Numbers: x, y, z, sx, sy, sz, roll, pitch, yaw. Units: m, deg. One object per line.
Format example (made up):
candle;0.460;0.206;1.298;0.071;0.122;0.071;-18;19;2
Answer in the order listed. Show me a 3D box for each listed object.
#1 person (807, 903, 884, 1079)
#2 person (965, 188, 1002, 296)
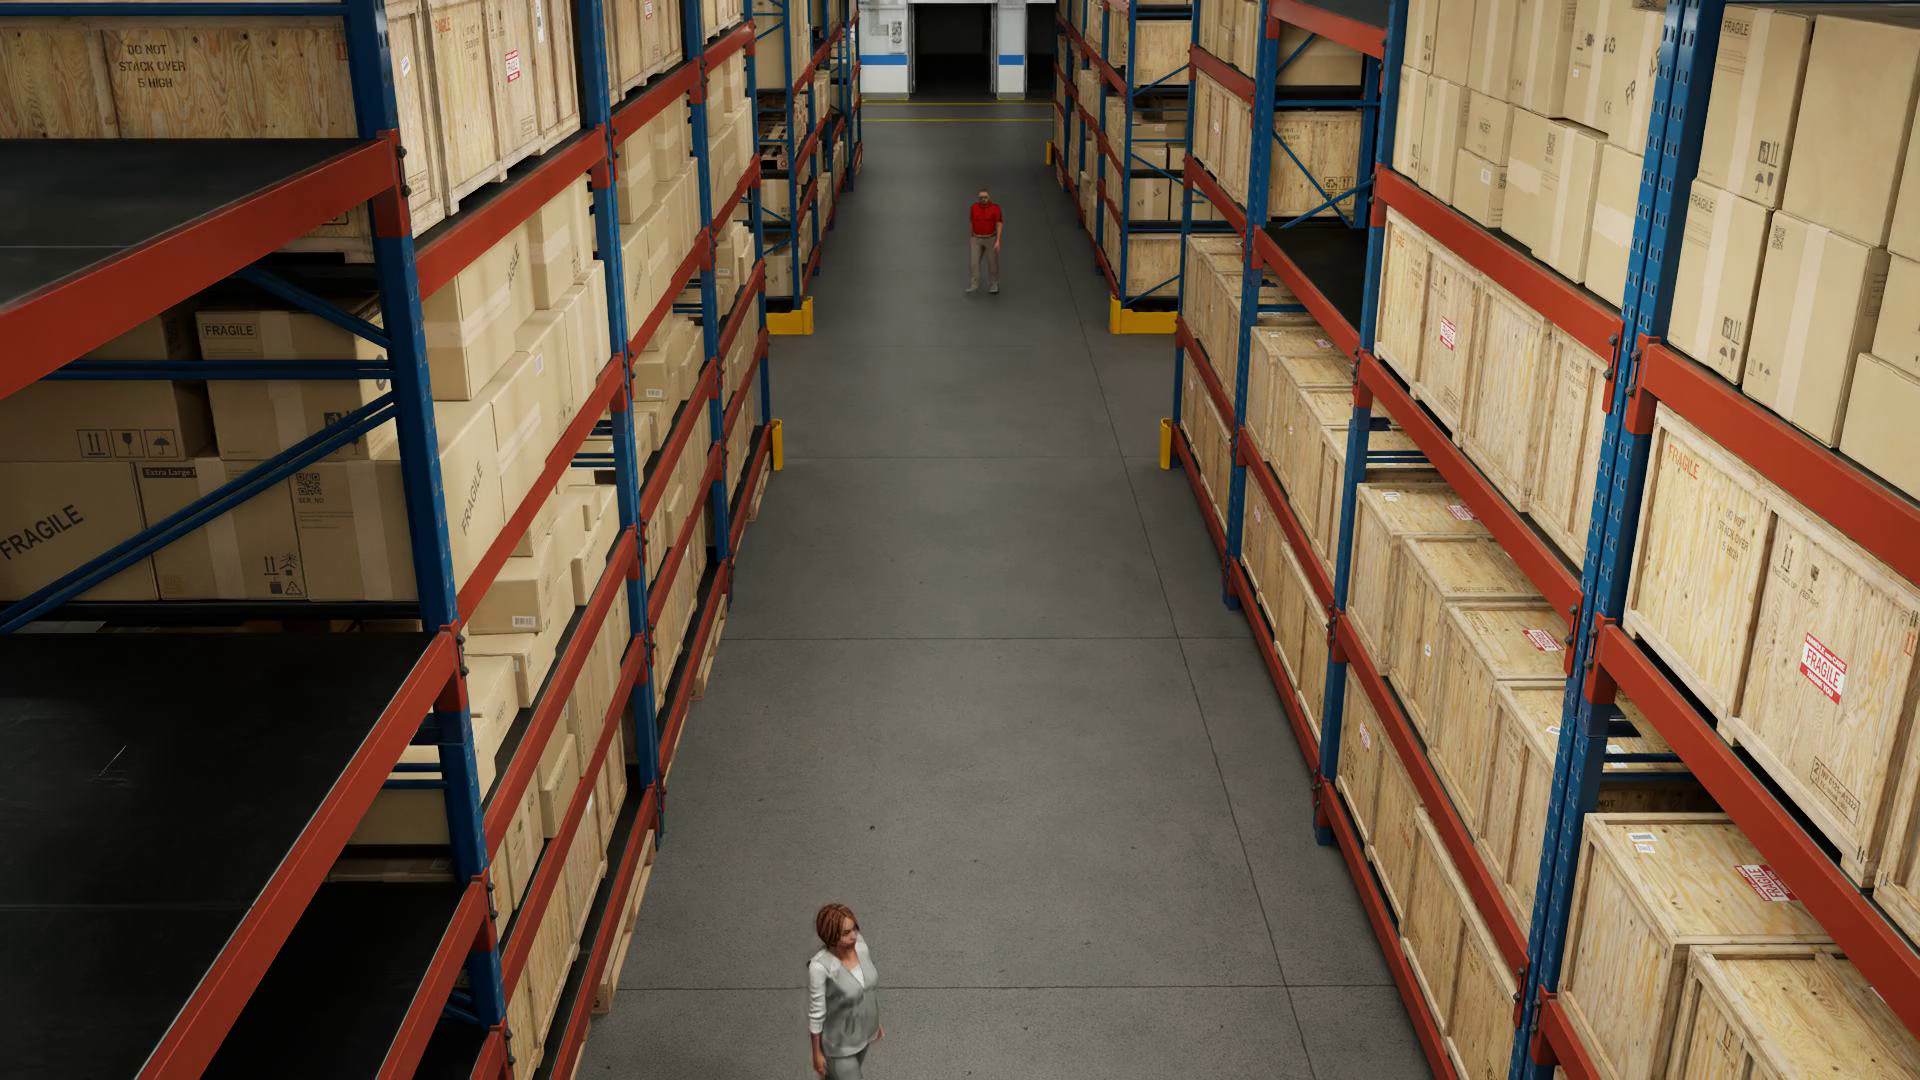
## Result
person;-0.514;2.523;8.352;0.754;1.585;0.419;14;25;31
person;0.387;-4.773;26.644;0.578;1.697;0.905;5;22;13
